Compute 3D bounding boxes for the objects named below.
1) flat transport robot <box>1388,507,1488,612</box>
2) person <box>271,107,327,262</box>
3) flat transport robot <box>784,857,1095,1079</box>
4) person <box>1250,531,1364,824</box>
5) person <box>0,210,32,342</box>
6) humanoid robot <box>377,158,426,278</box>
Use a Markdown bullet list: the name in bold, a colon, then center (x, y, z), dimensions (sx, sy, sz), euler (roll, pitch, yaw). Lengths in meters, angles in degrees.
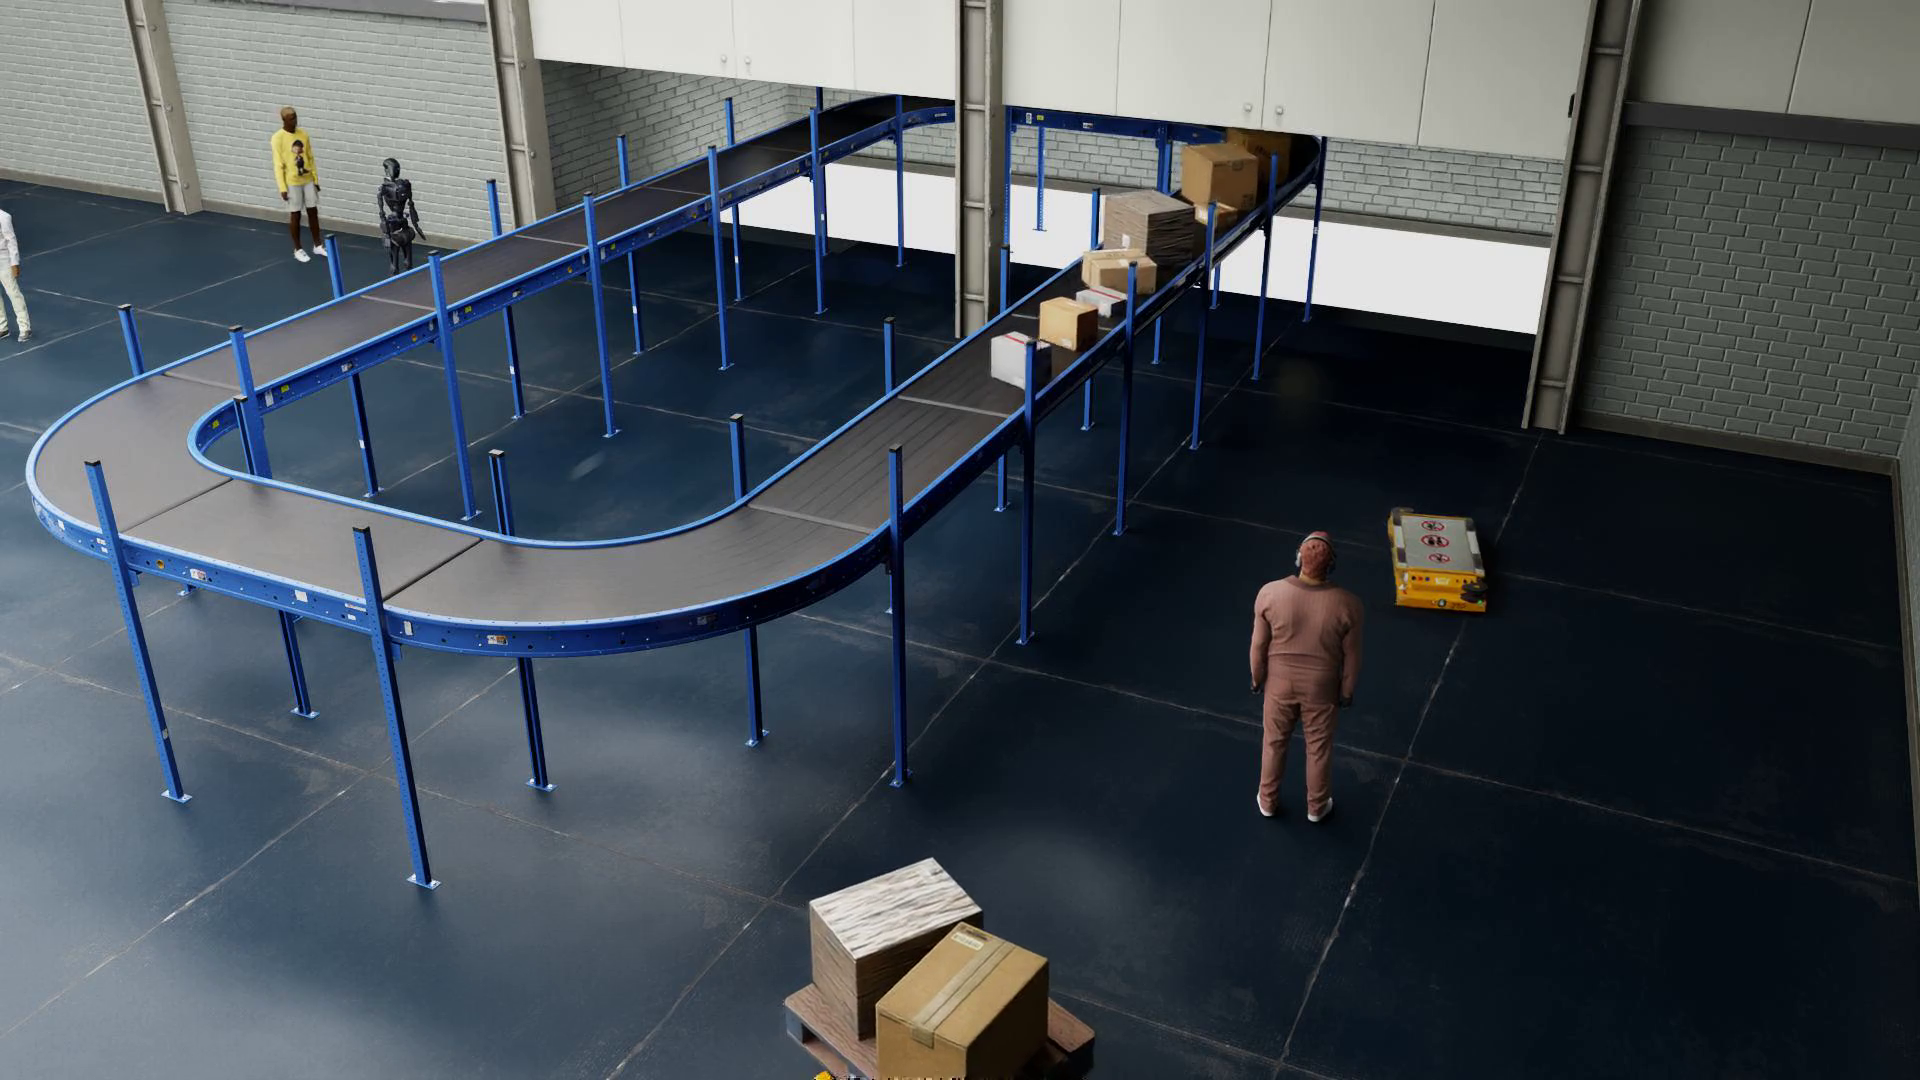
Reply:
- **flat transport robot**: center (3.768, 0.144, 13.186), dimensions (0.659, 0.231, 1.431), euler (4, 27, 9)
- **person**: center (-8.166, -4.397, 20.517), dimensions (0.382, 1.892, 0.556), euler (18, 31, 31)
- **flat transport robot**: center (-0.121, 2.614, 8.209), dimensions (1.431, 0.231, 0.659), euler (-21, 34, -36)
- **person**: center (2.056, 0.829, 9.966), dimensions (0.642, 1.907, 0.402), euler (7, 27, 15)
- **person**: center (-10.365, -2.978, 17.810), dimensions (0.573, 1.747, 0.347), euler (0, 26, 1)
- **humanoid robot**: center (-6.400, -3.538, 19.009), dimensions (0.315, 1.655, 0.599), euler (12, 29, 23)
